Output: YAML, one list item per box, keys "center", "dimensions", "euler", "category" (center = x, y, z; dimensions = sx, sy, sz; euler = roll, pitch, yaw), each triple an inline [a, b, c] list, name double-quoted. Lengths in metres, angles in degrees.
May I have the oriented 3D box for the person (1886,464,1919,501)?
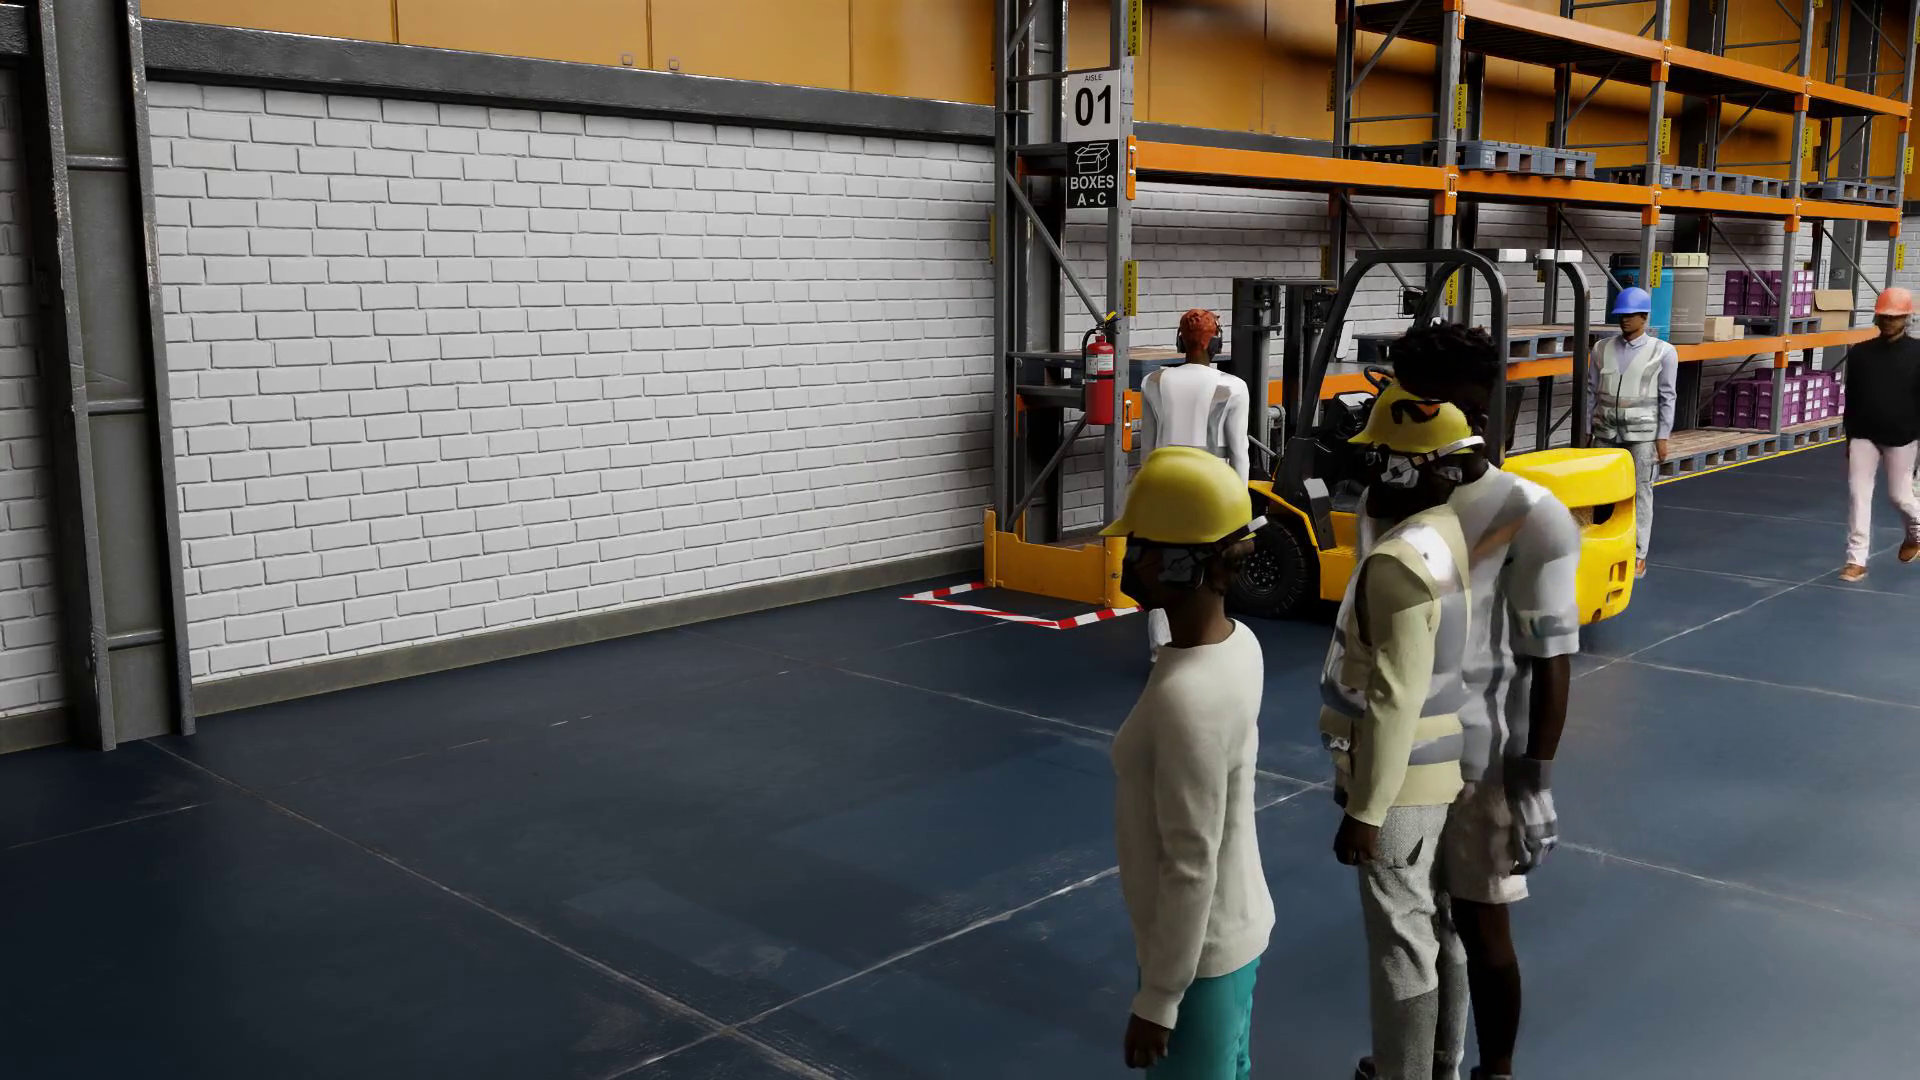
- center: [8.849, -1.205, 14.688]
  dimensions: [0.945, 1.790, 0.614]
  euler: [8, 12, 41]
  category: "person"

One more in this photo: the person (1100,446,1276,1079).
- center: [0.394, 0.716, 2.958]
  dimensions: [0.315, 1.770, 0.524]
  euler: [3, 10, 17]
  category: "person"

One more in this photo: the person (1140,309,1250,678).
- center: [1.164, -0.210, 8.318]
  dimensions: [0.567, 1.878, 0.351]
  euler: [5, 10, 26]
  category: "person"

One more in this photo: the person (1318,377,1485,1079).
- center: [1.042, 0.530, 3.894]
  dimensions: [0.403, 1.835, 0.588]
  euler: [7, 12, 36]
  category: "person"

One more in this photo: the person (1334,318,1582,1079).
- center: [1.117, 0.470, 3.868]
  dimensions: [0.364, 1.964, 0.609]
  euler: [-6, 11, -33]
  category: "person"

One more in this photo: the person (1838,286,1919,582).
- center: [6.253, -0.714, 11.155]
  dimensions: [0.859, 1.966, 0.613]
  euler: [-8, 12, -39]
  category: "person"

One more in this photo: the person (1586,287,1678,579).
- center: [4.480, -0.719, 11.198]
  dimensions: [0.602, 1.949, 0.391]
  euler: [9, 13, 42]
  category: "person"

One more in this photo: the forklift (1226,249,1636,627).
- center: [2.710, -0.584, 9.626]
  dimensions: [2.313, 2.155, 1.214]
  euler: [9, 13, 43]
  category: "forklift"
